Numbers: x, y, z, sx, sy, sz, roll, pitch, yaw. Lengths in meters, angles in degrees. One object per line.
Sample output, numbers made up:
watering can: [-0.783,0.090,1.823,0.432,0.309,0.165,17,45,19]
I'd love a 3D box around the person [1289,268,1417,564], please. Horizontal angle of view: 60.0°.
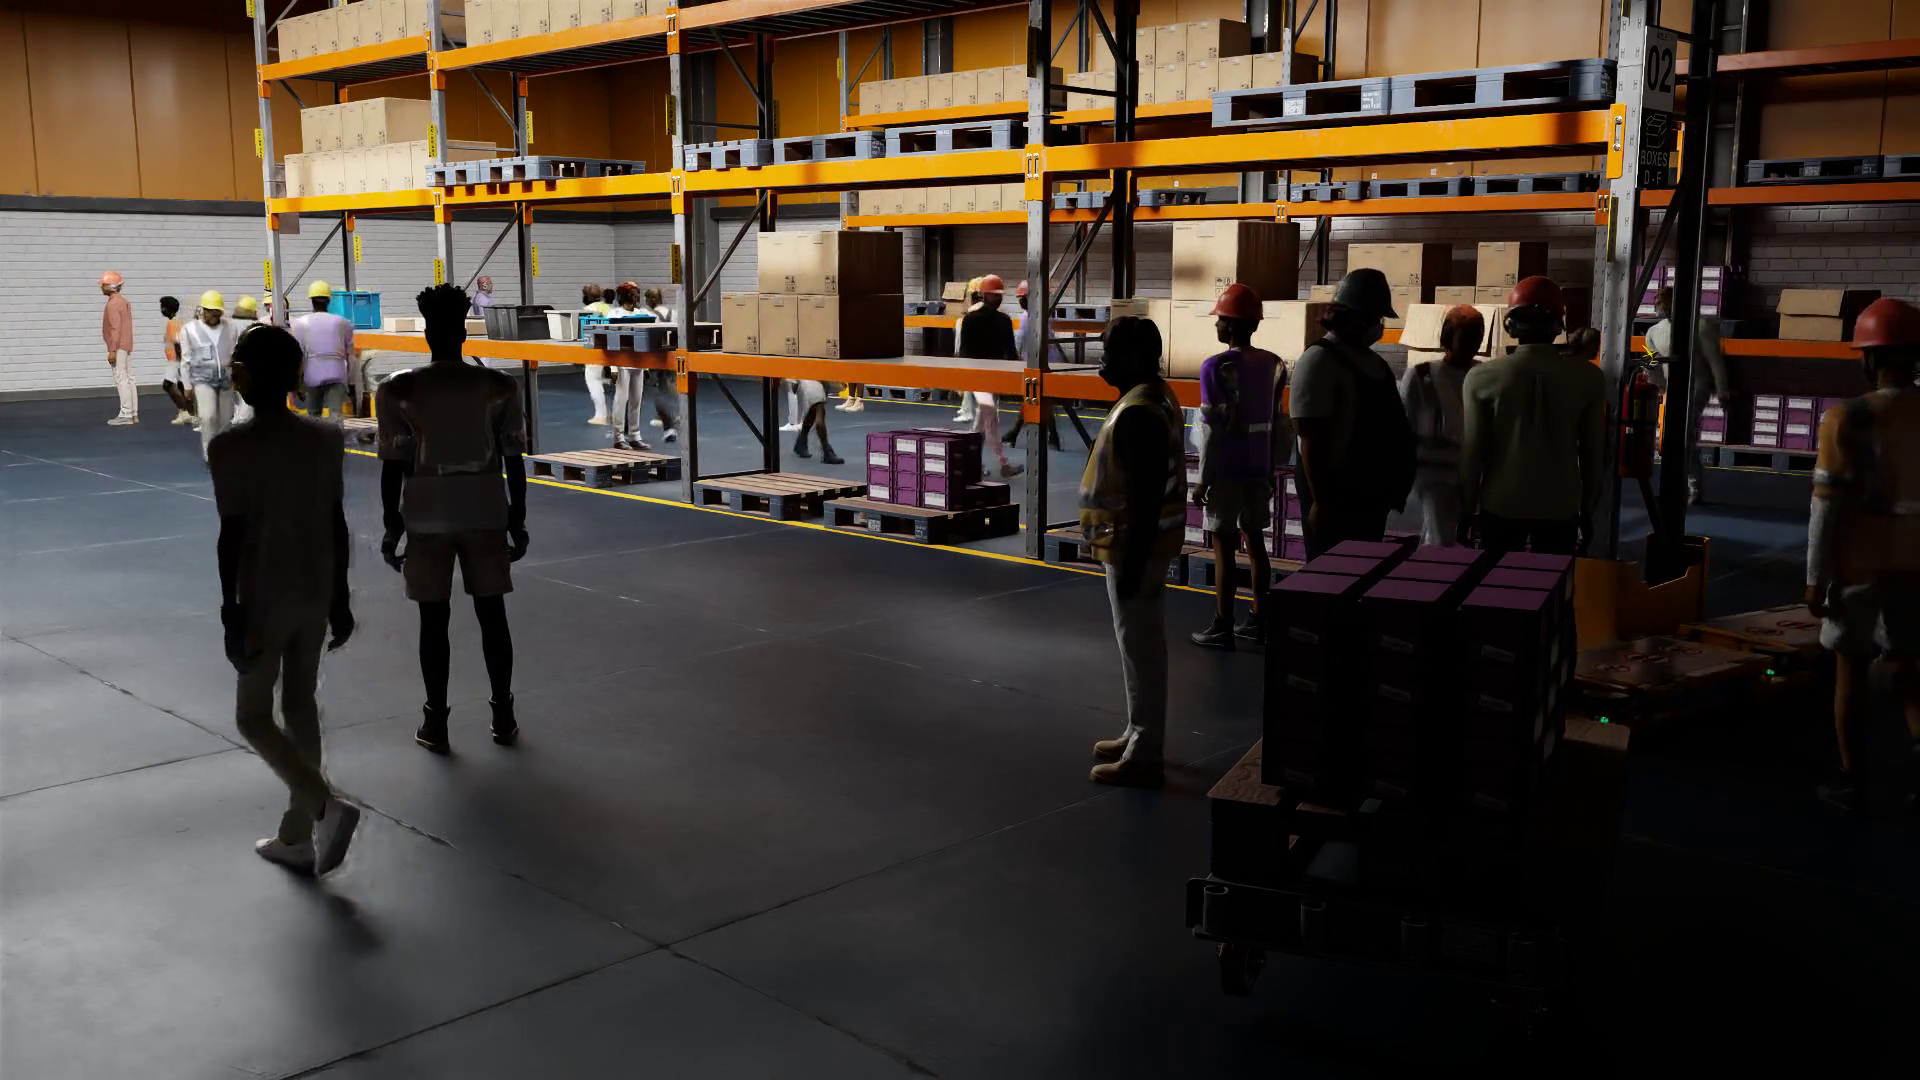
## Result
person: [1.824,-0.234,7.648,0.537,2.000,0.679,7,11,36]

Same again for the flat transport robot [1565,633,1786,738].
flat transport robot: [3.118,0.649,7.645,1.431,0.197,0.652,-7,11,-36]

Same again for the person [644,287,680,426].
person: [-3.747,-2.319,21.199,0.548,1.802,0.803,-8,12,-40]

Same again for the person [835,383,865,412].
person: [-1.551,-2.822,23.503,0.379,2.045,0.605,-5,10,-26]

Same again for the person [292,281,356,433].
person: [-6.335,-1.614,16.563,0.605,1.884,0.918,-5,11,-30]

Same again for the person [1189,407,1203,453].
person: [2.248,-1.200,14.857,0.453,1.616,0.506,0,9,1]

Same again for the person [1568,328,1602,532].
person: [4.518,-0.749,12.148,0.530,1.607,0.770,-6,11,-33]

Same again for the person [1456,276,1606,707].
person: [2.472,-0.146,7.255,0.612,1.991,0.391,1,9,8]

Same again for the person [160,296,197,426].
person: [-10.024,-2.277,21.258,0.412,1.677,0.557,-3,10,-19]

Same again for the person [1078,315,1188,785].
person: [0.678,0.041,6.569,0.429,1.842,0.632,1,9,9]

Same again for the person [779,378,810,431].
person: [-2.080,-2.284,20.758,0.327,1.865,0.521,8,12,40]

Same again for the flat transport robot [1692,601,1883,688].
flat transport robot: [4.308,0.516,8.459,1.431,0.197,0.652,-5,11,-30]

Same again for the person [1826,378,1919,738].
person: [3.964,-0.028,6.825,0.766,1.908,0.674,-1,9,-5]

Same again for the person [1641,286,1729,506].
person: [6.105,-1.214,14.165,0.787,1.879,0.704,-4,10,-23]

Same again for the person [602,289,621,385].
person: [-6.041,-3.508,28.794,0.552,1.687,0.477,-8,12,-42]

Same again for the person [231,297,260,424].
person: [-8.683,-2.107,20.242,0.491,1.677,0.933,-1,9,-6]

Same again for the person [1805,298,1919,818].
person: [3.370,0.091,6.024,0.567,1.918,0.534,0,9,3]

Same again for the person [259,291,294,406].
person: [-8.536,-2.228,20.713,0.538,1.750,0.504,3,10,19]

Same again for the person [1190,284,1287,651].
person: [1.466,-0.381,8.845,0.552,1.942,0.342,-6,11,-32]

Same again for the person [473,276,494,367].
person: [-7.696,-3.340,27.091,0.407,1.913,0.641,-4,10,-21]

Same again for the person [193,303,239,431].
person: [-9.388,-2.179,20.880,0.526,1.616,0.523,4,10,23]

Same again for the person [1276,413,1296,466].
person: [2.365,-0.727,12.039,0.533,1.584,0.851,-7,11,-36]

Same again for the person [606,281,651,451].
person: [-3.662,-1.914,18.428,0.337,1.881,0.584,6,11,32]

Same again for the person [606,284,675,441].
person: [-3.754,-2.078,19.560,1.015,1.861,0.618,5,11,28]

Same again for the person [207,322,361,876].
person: [-2.183,0.214,5.478,0.602,1.855,0.516,7,11,35]

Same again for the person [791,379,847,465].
person: [-1.529,-1.760,17.488,0.551,1.893,1.002,-8,12,-39]

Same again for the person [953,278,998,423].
person: [0.211,-2.461,21.735,0.721,1.903,0.593,9,13,42]

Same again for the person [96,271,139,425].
person: [-10.966,-2.496,21.655,0.390,1.992,0.624,-2,9,-10]

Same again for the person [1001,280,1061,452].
person: [0.737,-1.926,18.478,0.950,1.885,0.556,4,10,21]

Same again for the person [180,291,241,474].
person: [-7.351,-1.559,16.496,0.607,1.799,0.733,-7,12,-37]

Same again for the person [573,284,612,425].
person: [-4.770,-2.398,21.597,0.511,1.825,0.636,3,10,16]

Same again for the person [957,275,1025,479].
person: [0.369,-1.557,16.009,0.652,1.951,0.962,-9,13,-44]

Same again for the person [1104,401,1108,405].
person: [1.650,-1.447,16.037,0.549,1.714,0.892,-4,10,-23]

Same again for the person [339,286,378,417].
person: [-7.908,-2.434,21.897,0.513,1.788,0.709,0,9,3]

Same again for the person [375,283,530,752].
person: [-2.126,-0.092,7.004,0.616,1.963,0.361,-4,10,-25]

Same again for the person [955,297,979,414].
person: [0.158,-2.569,23.236,0.499,1.628,0.277,-4,10,-23]

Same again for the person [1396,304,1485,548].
person: [2.601,-0.300,8.663,0.618,1.825,0.995,-2,10,-14]
